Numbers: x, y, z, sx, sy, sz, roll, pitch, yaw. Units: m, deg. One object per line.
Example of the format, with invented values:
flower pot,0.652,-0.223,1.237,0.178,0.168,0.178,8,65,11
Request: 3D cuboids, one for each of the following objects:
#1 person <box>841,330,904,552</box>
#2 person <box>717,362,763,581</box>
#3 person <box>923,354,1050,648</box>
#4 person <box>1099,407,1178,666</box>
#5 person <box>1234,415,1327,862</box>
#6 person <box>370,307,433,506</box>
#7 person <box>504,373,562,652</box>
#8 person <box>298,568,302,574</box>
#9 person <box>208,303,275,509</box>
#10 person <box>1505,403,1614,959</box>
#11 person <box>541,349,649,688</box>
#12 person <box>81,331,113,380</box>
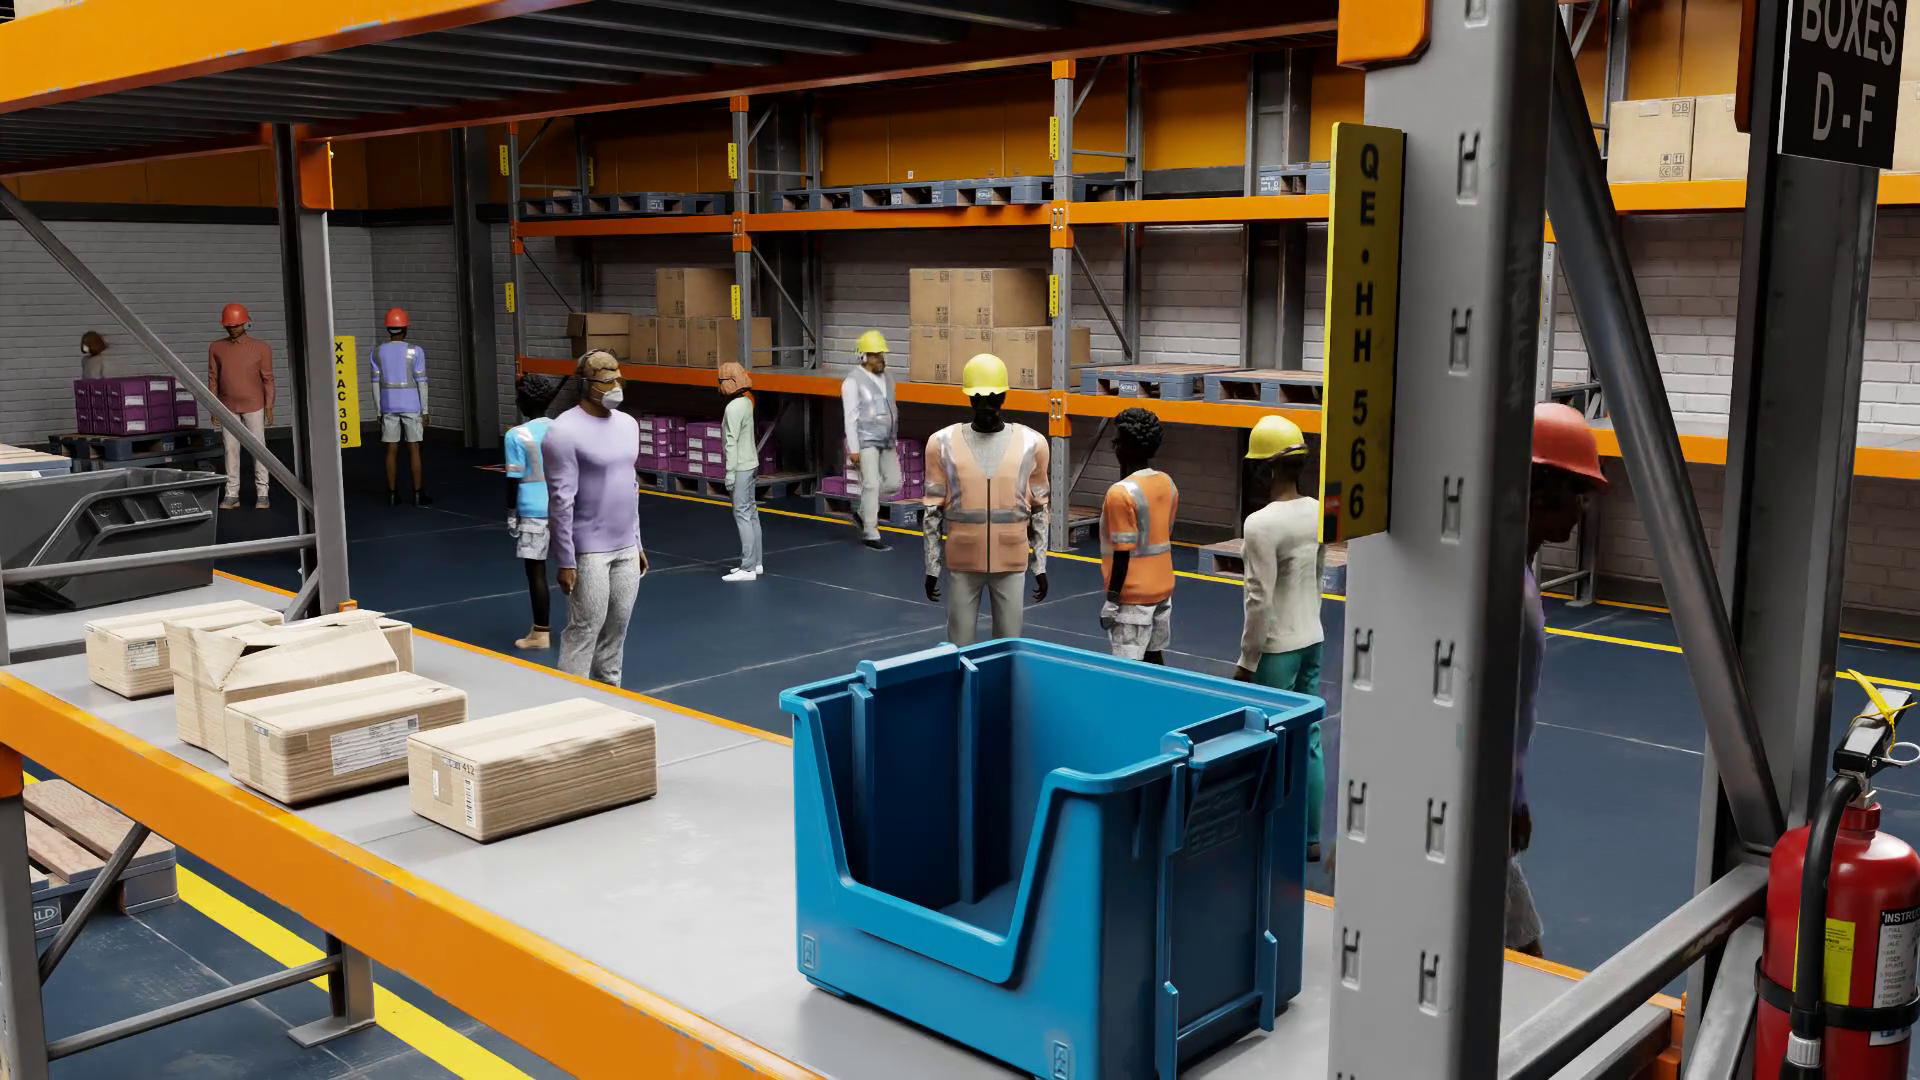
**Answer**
person,-0.723,-0.817,13.700,0.448,1.816,0.621,7,11,35
person,-1.653,-0.510,12.424,0.289,1.626,0.498,1,9,5
person,0.126,0.095,7.775,0.594,1.924,0.379,0,9,-2
person,0.797,0.248,7.548,0.317,1.696,0.539,5,11,30
person,1.208,0.407,6.361,0.327,1.765,0.529,8,12,40
person,-5.446,-1.291,16.231,0.547,1.942,0.350,0,9,0
person,-2.539,-0.169,10.147,0.322,1.689,0.547,7,12,37
person,-4.902,-0.703,12.695,0.399,1.920,0.590,-2,9,-11
person,-6.932,-1.283,16.044,0.609,1.986,0.391,-1,9,-7
person,1.253,0.656,4.157,0.734,1.981,0.632,2,9,10
person,-1.725,0.057,7.975,0.354,1.938,0.635,4,10,25
person,-9.722,-1.559,18.838,0.519,1.618,0.492,6,11,33
